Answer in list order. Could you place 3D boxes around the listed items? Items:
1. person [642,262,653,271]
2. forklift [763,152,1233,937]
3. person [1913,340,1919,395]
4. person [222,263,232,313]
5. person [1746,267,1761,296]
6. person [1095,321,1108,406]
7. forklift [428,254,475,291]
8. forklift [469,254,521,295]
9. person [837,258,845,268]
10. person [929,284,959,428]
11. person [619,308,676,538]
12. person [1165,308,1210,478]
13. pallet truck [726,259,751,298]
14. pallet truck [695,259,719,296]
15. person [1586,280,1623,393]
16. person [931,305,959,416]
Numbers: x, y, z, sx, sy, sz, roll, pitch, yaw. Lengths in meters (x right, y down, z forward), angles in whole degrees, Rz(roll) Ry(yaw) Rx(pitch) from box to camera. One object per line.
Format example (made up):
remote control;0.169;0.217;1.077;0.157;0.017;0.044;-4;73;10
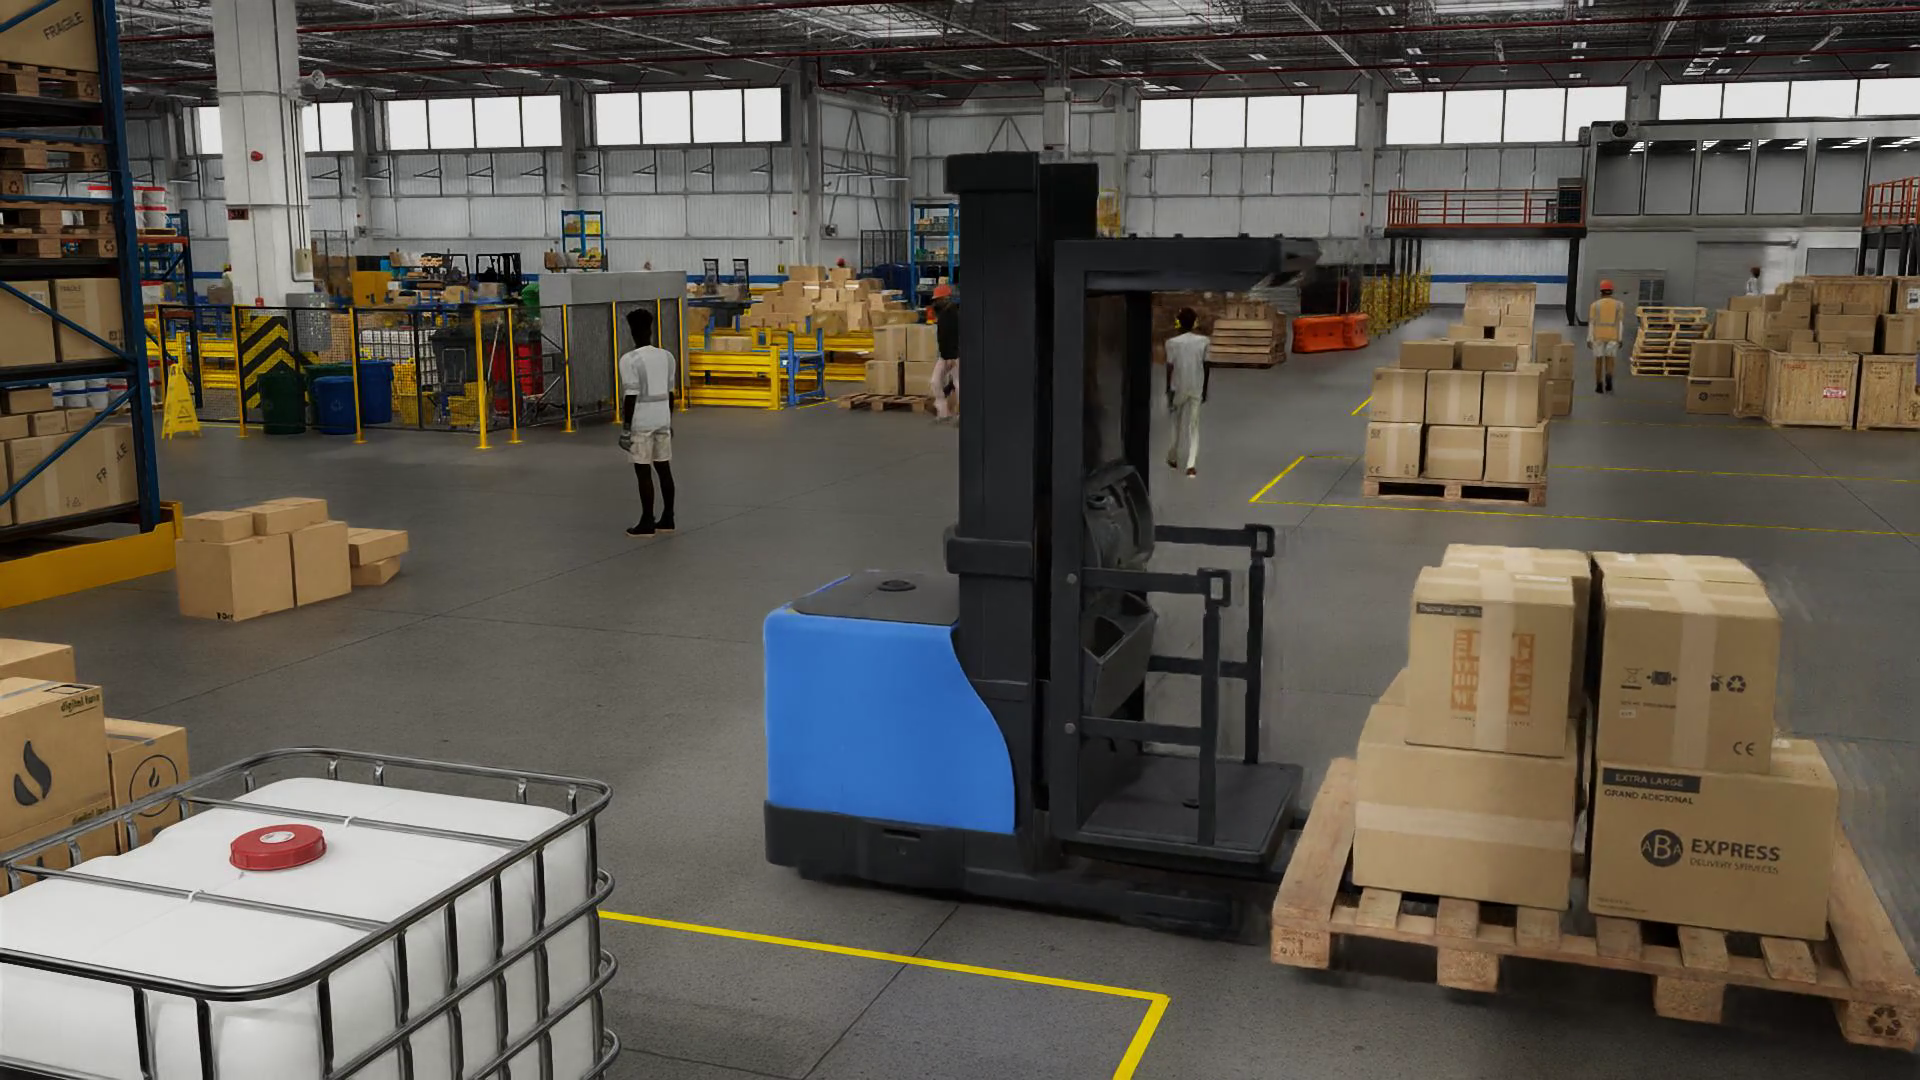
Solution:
person;-11.990;-9.707;63.625;0.598;1.863;0.720;4;11;23
forklift;0.248;-0.080;6.520;1.873;2.768;1.129;3;11;19
person;11.438;-1.850;19.302;0.595;1.890;0.819;3;11;18
person;-26.549;-9.116;60.355;0.404;1.833;0.591;4;11;20
person;22.776;-6.926;47.929;0.669;1.867;0.596;3;11;17
person;1.922;-2.903;25.690;0.668;1.718;0.382;-2;10;-9
forklift;-20.133;-10.254;65.465;1.157;1.987;2.680;3;11;19
forklift;-17.990;-10.121;64.684;1.157;1.987;2.680;3;11;17
person;-4.289;-9.412;61.532;0.929;2.018;0.609;-5;11;-26
person;-0.172;-2.495;22.691;0.635;1.958;0.642;-7;12;-35
person;-2.685;-0.997;14.270;0.371;1.960;0.609;7;12;33
person;2.476;-1.619;18.194;0.506;1.819;0.962;0;10;1
pallet truck;-7.986;-9.493;62.019;0.823;1.965;1.885;3;11;17
pallet truck;-9.165;-9.627;62.776;0.823;1.965;1.885;4;11;23
person;10.903;-3.435;28.141;0.578;1.915;0.464;2;10;12
person;-0.056;-2.564;23.906;0.704;1.671;0.537;-8;13;-38
